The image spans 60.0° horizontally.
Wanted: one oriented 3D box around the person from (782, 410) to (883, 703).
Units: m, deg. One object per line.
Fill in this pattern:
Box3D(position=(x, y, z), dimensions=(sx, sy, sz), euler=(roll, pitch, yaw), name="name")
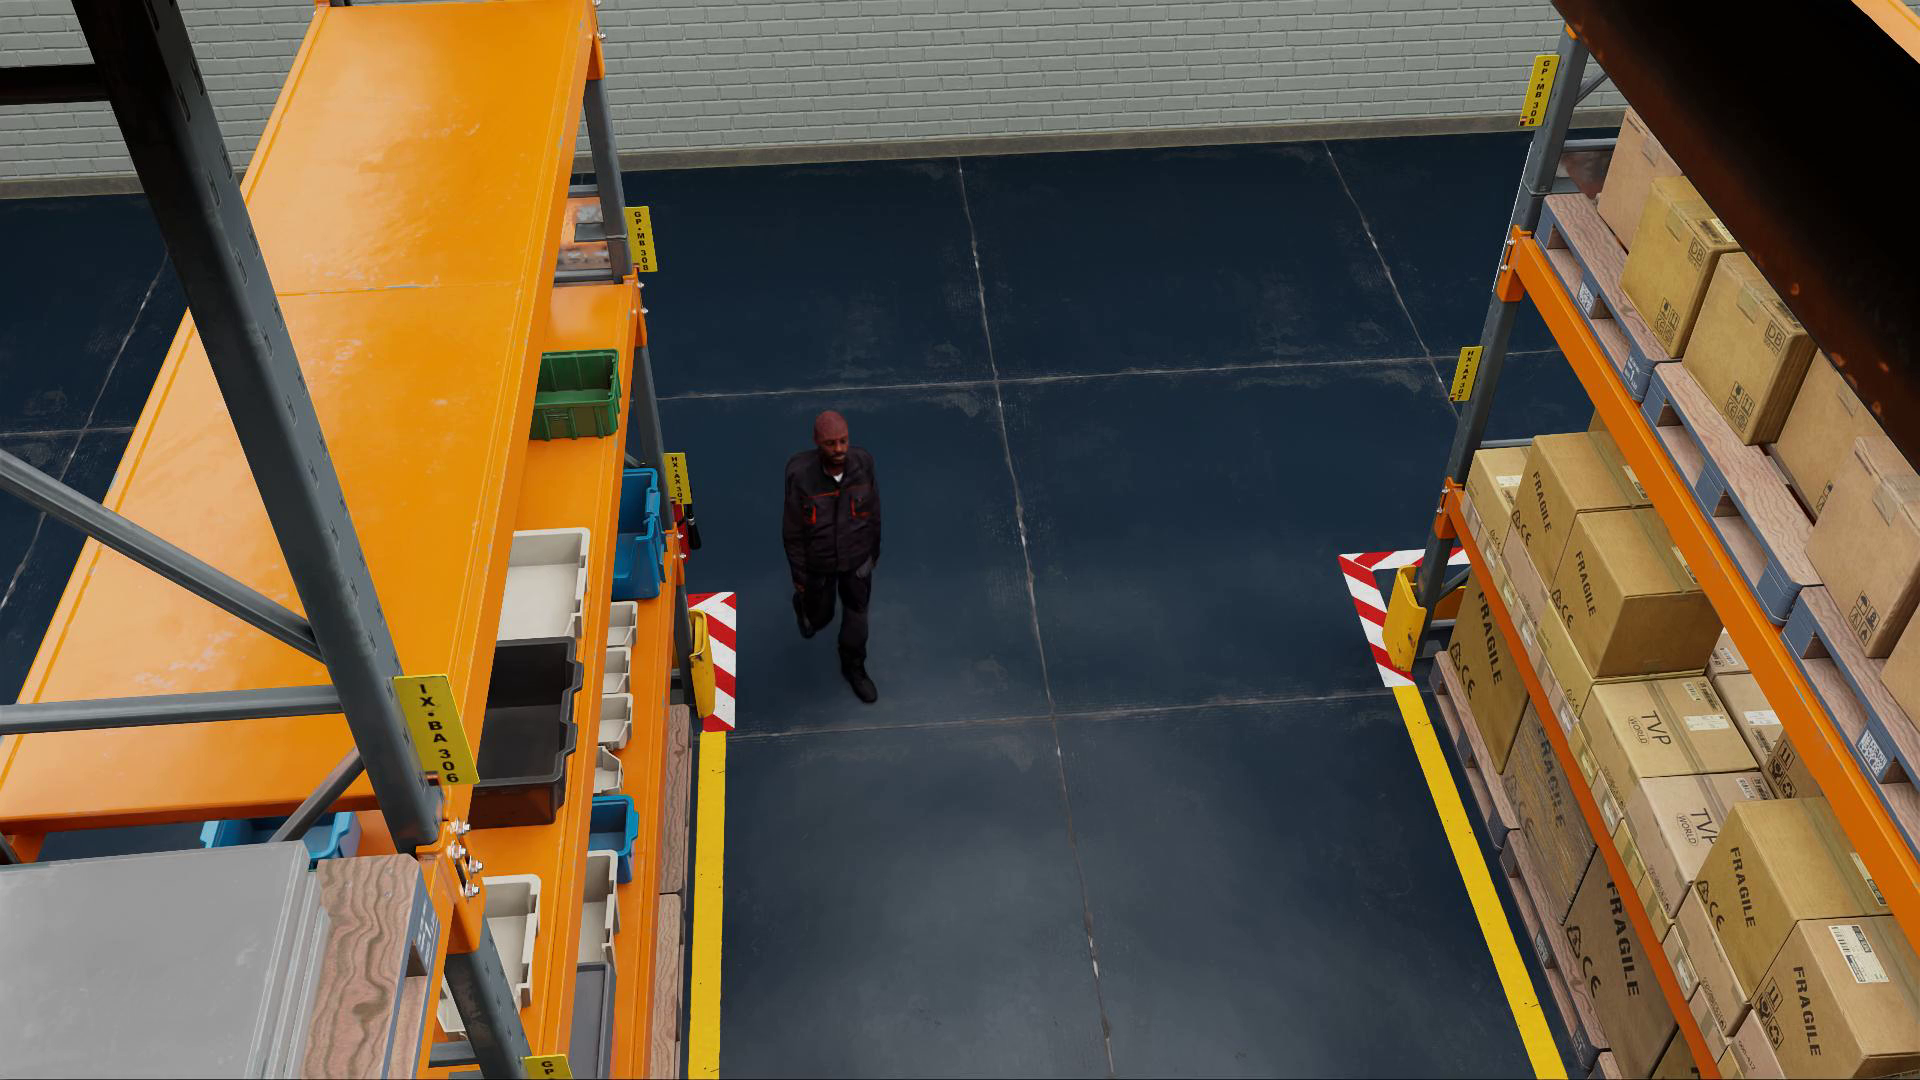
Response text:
Box3D(position=(-0.696, 0.014, 8.759), dimensions=(0.875, 1.813, 1.063), euler=(-16, 45, -16), name="person")
